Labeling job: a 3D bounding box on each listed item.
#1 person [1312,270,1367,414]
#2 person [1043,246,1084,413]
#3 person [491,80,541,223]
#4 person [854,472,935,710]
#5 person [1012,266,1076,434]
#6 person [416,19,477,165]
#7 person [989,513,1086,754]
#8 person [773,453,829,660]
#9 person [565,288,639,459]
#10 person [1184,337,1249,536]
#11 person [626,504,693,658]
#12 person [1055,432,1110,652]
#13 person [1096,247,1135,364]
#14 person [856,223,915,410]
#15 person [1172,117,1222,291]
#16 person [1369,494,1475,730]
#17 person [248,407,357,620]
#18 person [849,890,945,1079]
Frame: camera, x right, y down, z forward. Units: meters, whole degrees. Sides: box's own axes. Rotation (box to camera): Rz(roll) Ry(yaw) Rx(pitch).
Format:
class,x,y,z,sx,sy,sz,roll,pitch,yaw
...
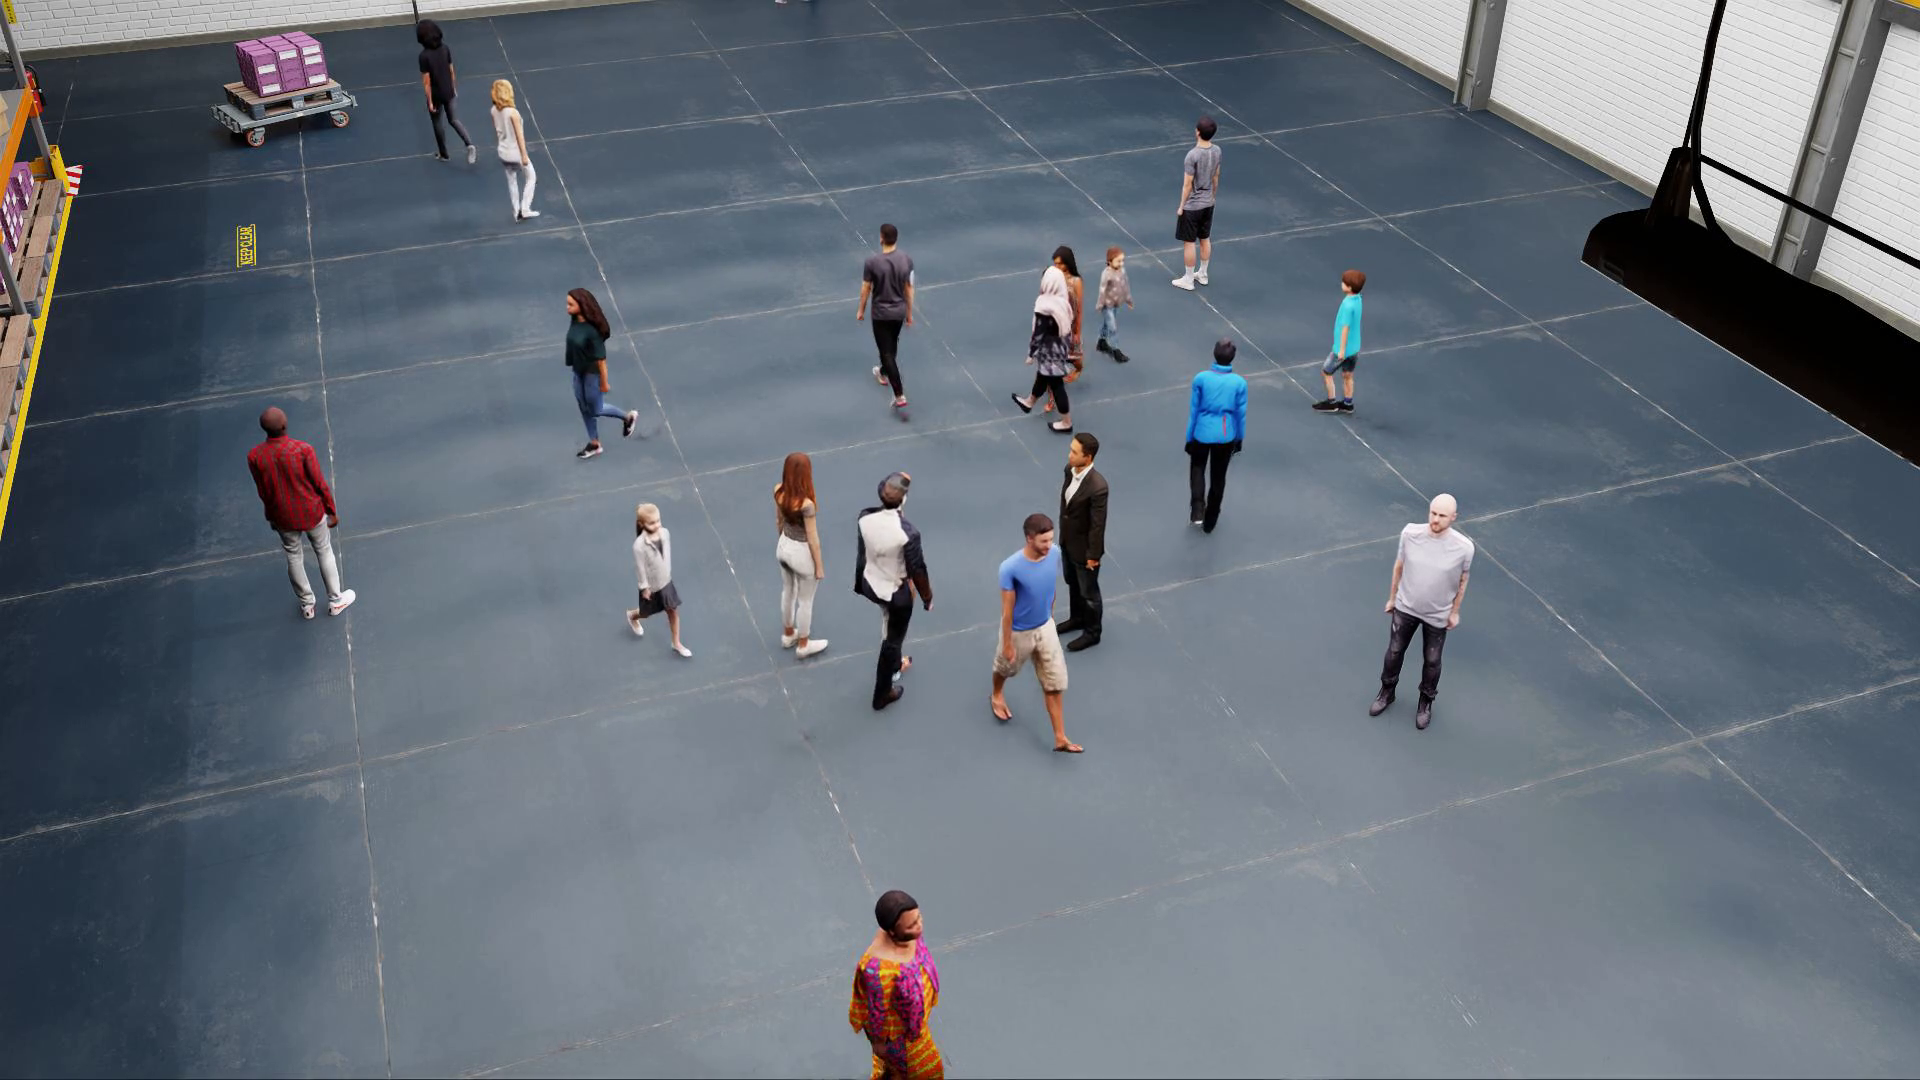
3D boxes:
class,x,y,z,sx,sy,sz,roll,pitch,yaw
person,3.637,-1.803,15.379,0.740,1.438,0.682,17,37,24
person,0.998,-2.029,15.555,0.977,1.619,1.034,19,38,26
person,-5.210,-4.450,19.160,0.709,1.661,0.787,18,38,25
person,-0.548,0.402,11.672,0.944,1.870,1.002,24,40,31
person,0.906,-1.688,15.051,1.064,1.611,0.960,20,38,27
person,-6.393,-5.535,20.651,1.132,1.816,0.950,25,41,33
person,0.411,0.559,11.491,0.790,1.807,1.273,-16,37,-22
person,-1.204,0.120,12.234,0.606,1.716,0.725,28,43,35
person,-3.226,-1.500,14.776,0.821,1.602,0.873,-25,41,-33
person,2.061,-0.797,13.554,0.745,1.782,0.773,6,34,8
person,-2.316,0.281,12.407,0.709,1.258,0.911,-29,43,-36
person,0.919,-0.006,12.348,0.775,1.800,0.527,-17,37,-23
person,1.458,-2.374,16.476,0.795,1.174,0.661,28,43,35
person,-0.641,-2.050,15.488,0.740,1.729,1.199,-16,37,-22
person,2.532,-3.570,17.646,0.714,1.871,0.644,-22,39,-29
person,3.243,0.468,11.607,0.743,1.832,0.813,16,37,23
person,-5.031,-0.216,12.646,0.719,1.820,0.655,-4,34,-5
person,-0.382,2.459,8.764,0.896,1.663,0.837,9,35,14
